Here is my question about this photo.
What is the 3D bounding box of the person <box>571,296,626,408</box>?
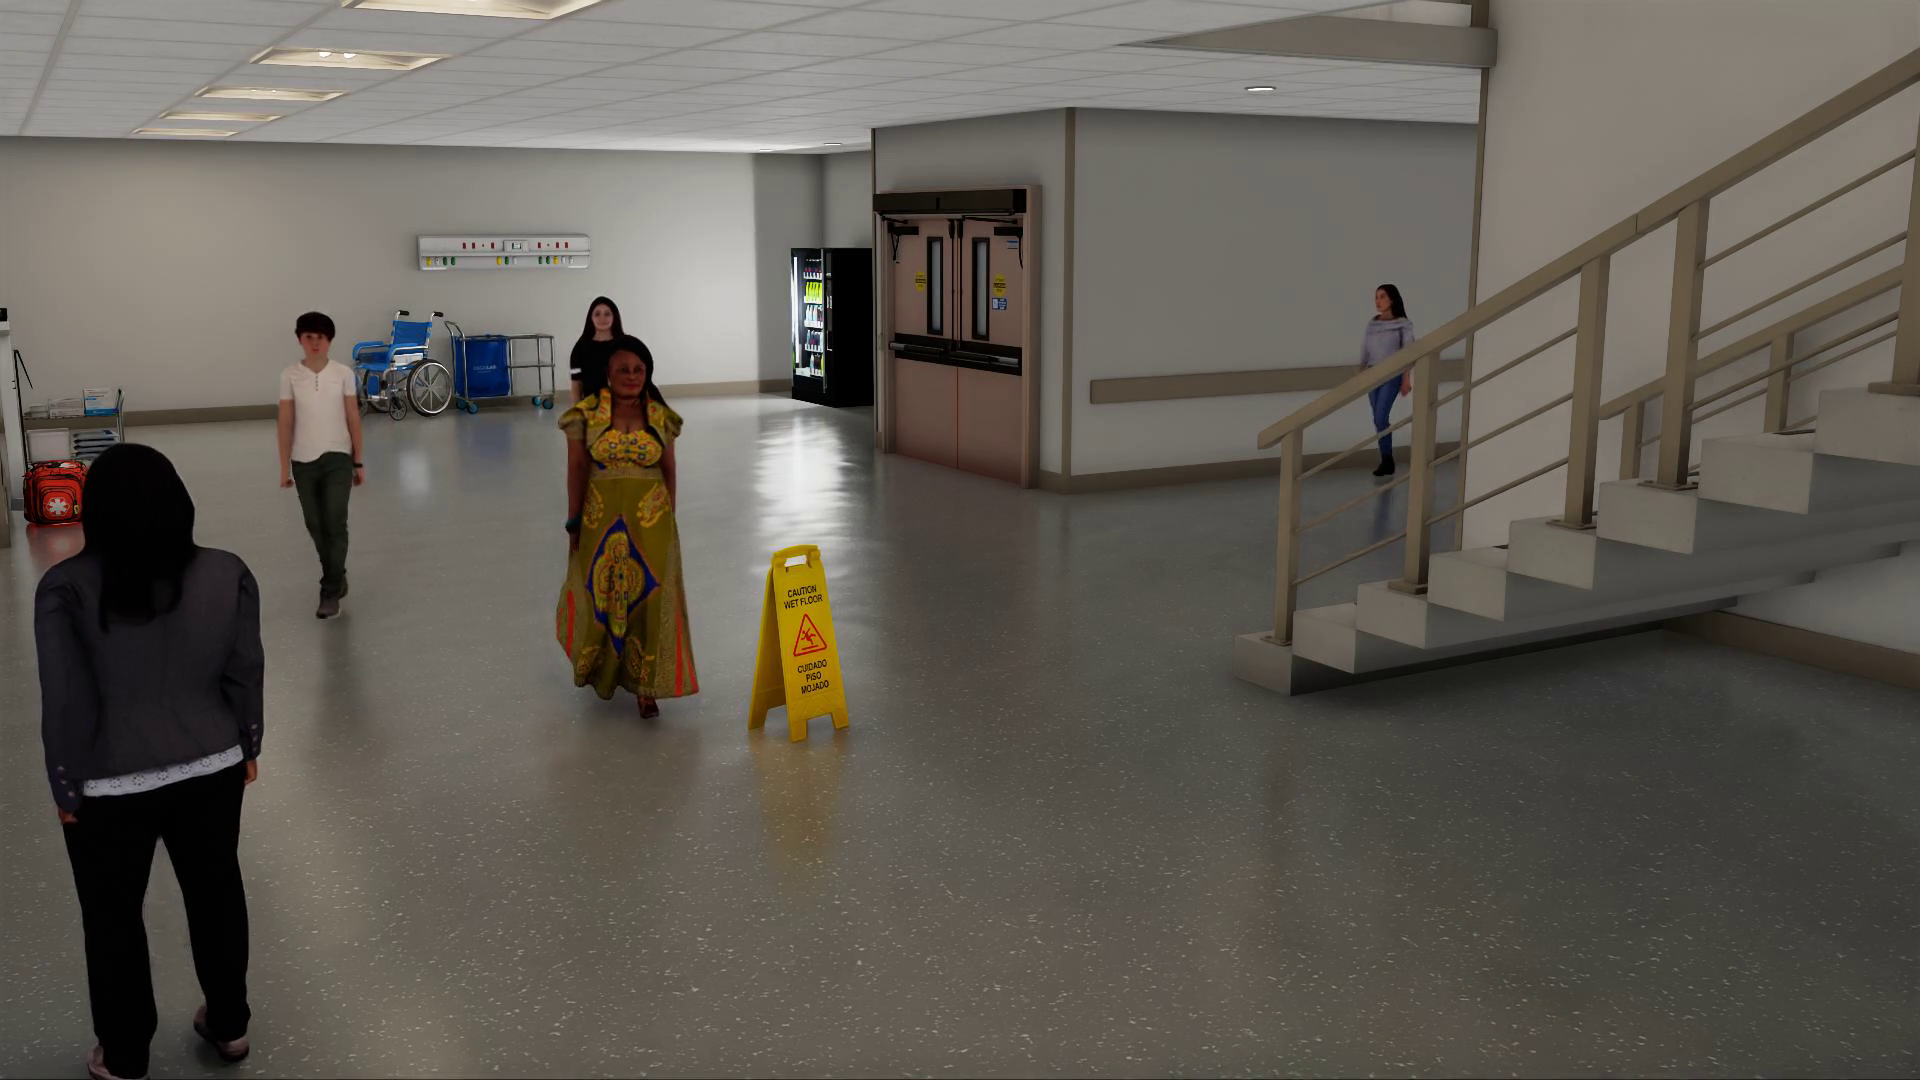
[{"bbox_3d":[-2.433,-0.849,11.405,0.686,1.629,0.724,-3,11,-15],"label":"person"}]

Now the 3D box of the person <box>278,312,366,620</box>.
[{"bbox_3d":[-3.484,-0.408,9.107,0.818,1.619,1.194,-2,11,-12],"label":"person"}]

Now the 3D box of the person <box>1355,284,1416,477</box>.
[{"bbox_3d":[3.623,-1.330,13.983,0.684,1.613,0.552,-7,13,-34],"label":"person"}]

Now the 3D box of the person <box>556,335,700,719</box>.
[{"bbox_3d":[-1.481,-0.066,7.230,0.744,1.647,0.910,-5,12,-24],"label":"person"}]

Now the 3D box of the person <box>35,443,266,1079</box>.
[{"bbox_3d":[-1.982,0.557,4.097,0.728,1.591,0.725,-10,15,-44],"label":"person"}]
